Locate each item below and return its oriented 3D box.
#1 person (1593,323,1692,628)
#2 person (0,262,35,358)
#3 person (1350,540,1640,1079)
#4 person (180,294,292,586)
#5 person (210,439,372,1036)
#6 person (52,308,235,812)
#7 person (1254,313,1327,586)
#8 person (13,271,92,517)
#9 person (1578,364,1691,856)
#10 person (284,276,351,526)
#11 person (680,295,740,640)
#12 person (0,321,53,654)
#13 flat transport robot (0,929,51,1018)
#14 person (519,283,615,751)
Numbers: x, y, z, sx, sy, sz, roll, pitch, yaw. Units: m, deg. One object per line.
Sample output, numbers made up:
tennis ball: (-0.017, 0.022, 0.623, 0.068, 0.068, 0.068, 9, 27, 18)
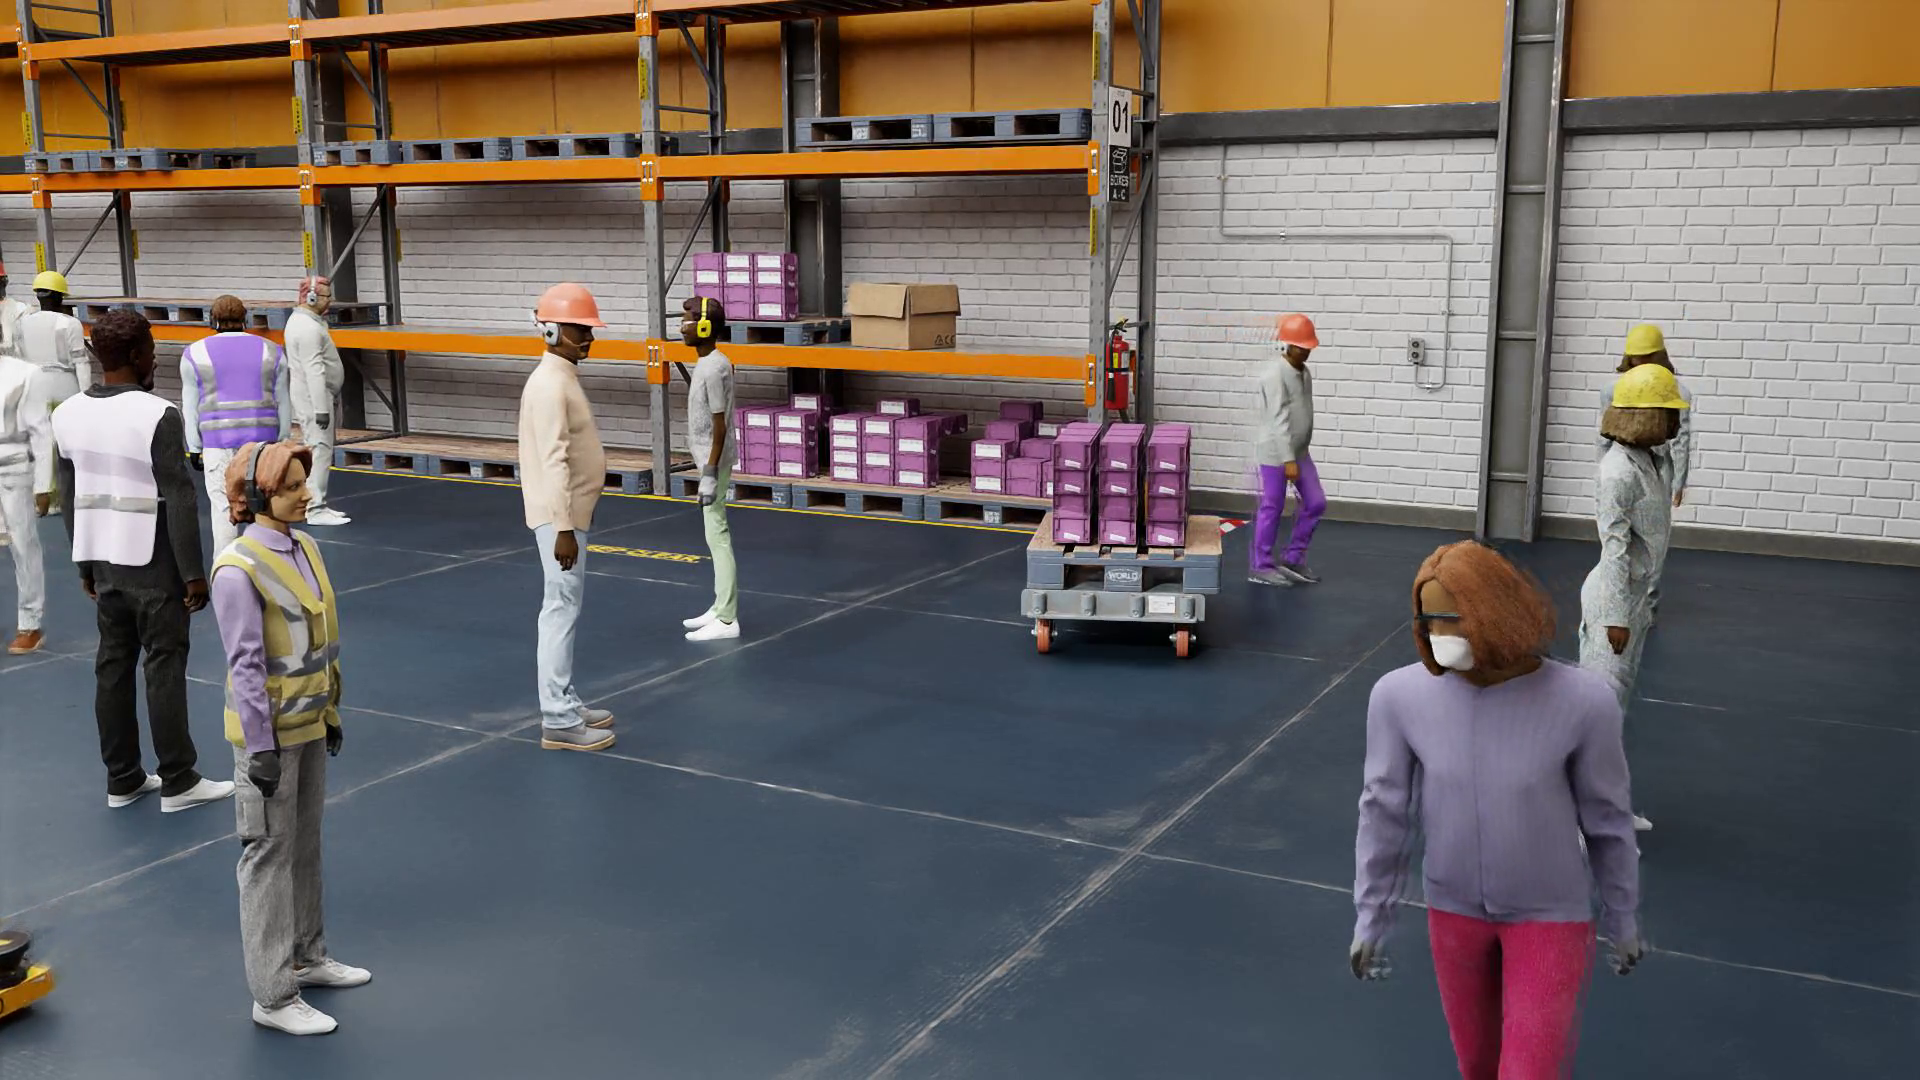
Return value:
person: (3.789, -0.352, 9.272, 0.530, 1.716, 0.477, 9, 14, 42)
person: (-7.857, -1.303, 13.608, 0.605, 2.044, 0.375, -5, 12, -27)
person: (1.100, 0.777, 3.423, 0.529, 1.588, 0.503, 7, 12, 33)
person: (-4.496, -0.606, 10.382, 0.623, 1.835, 0.431, -6, 12, -30)
person: (-1.877, 0.538, 4.625, 0.307, 1.641, 0.513, 0, 10, -2)
person: (-3.133, 0.088, 6.325, 0.587, 1.920, 0.392, 3, 11, 18)
person: (2.061, -0.544, 10.339, 0.539, 1.716, 0.570, 8, 13, 38)
person: (-7.047, -1.133, 13.005, 0.586, 1.923, 0.371, 1, 10, 6)
person: (2.397, 0.241, 5.963, 0.308, 1.744, 0.485, 7, 12, 32)
person: (-4.880, -1.050, 12.647, 0.401, 1.893, 0.654, -5, 12, -27)
person: (-1.371, -0.387, 9.061, 0.328, 1.873, 0.517, -2, 10, -8)
person: (-4.963, -0.283, 8.504, 0.605, 1.856, 0.763, -1, 10, -7)
flat transport robot: (-3.369, 1.216, 4.661, 1.431, 0.197, 0.652, 4, 11, 20)
person: (-1.684, -0.102, 7.161, 0.389, 1.990, 0.622, -2, 11, -10)
